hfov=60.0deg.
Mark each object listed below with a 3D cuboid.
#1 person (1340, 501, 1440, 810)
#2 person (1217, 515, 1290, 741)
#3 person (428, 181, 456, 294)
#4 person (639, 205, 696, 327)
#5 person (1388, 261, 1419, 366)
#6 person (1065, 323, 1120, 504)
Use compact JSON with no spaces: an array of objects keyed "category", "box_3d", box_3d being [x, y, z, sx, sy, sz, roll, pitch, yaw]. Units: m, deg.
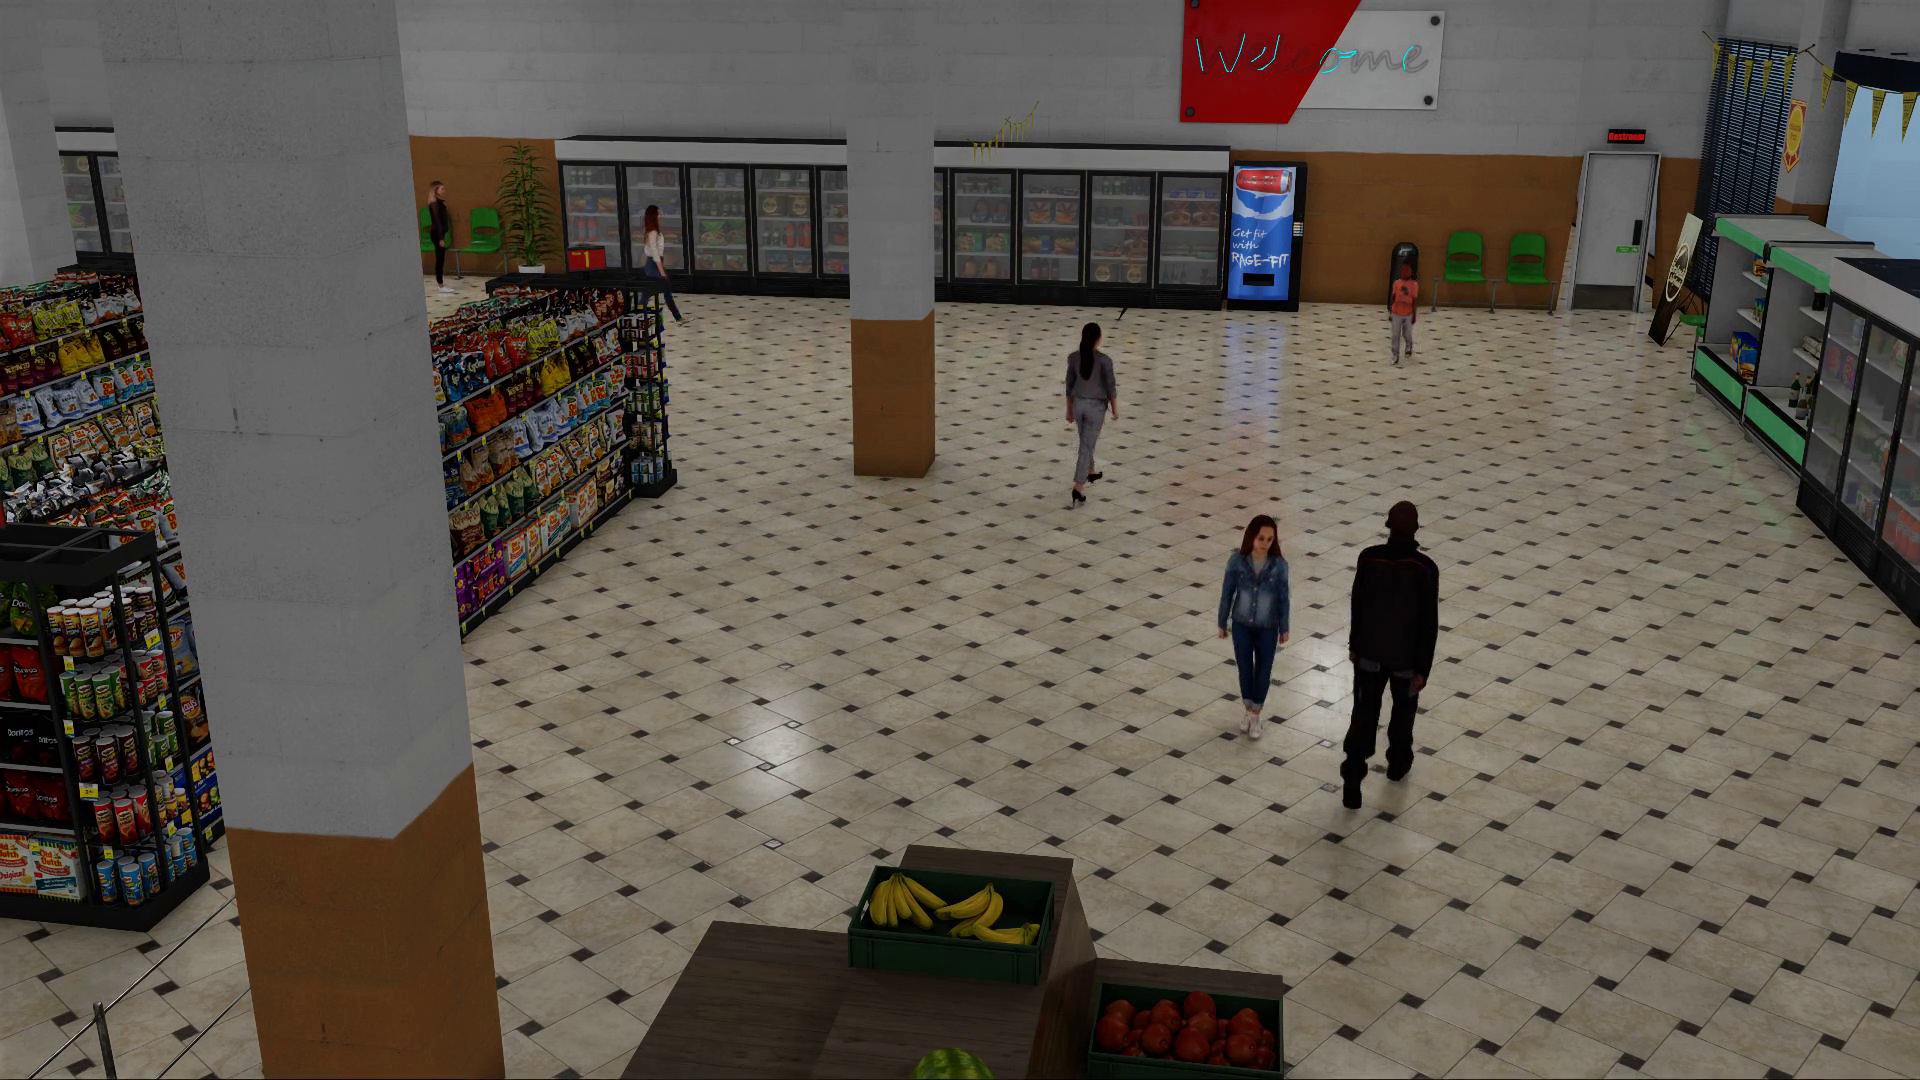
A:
[{"category":"person","box_3d":[2.459,0.680,9.649,0.943,1.809,1.273,10,21,27]},{"category":"person","box_3d":[1.905,0.519,10.660,0.631,1.467,0.614,6,20,18]},{"category":"person","box_3d":[-8.078,-4.698,25.760,0.736,1.705,0.597,-5,19,-15]},{"category":"person","box_3d":[-4.291,-3.716,22.860,0.798,1.696,1.012,-1,19,-2]},{"category":"person","box_3d":[5.601,-2.874,20.985,0.635,1.300,0.804,11,21,29]},{"category":"person","box_3d":[1.148,-1.131,15.285,0.877,1.638,1.110,12,22,32]}]
